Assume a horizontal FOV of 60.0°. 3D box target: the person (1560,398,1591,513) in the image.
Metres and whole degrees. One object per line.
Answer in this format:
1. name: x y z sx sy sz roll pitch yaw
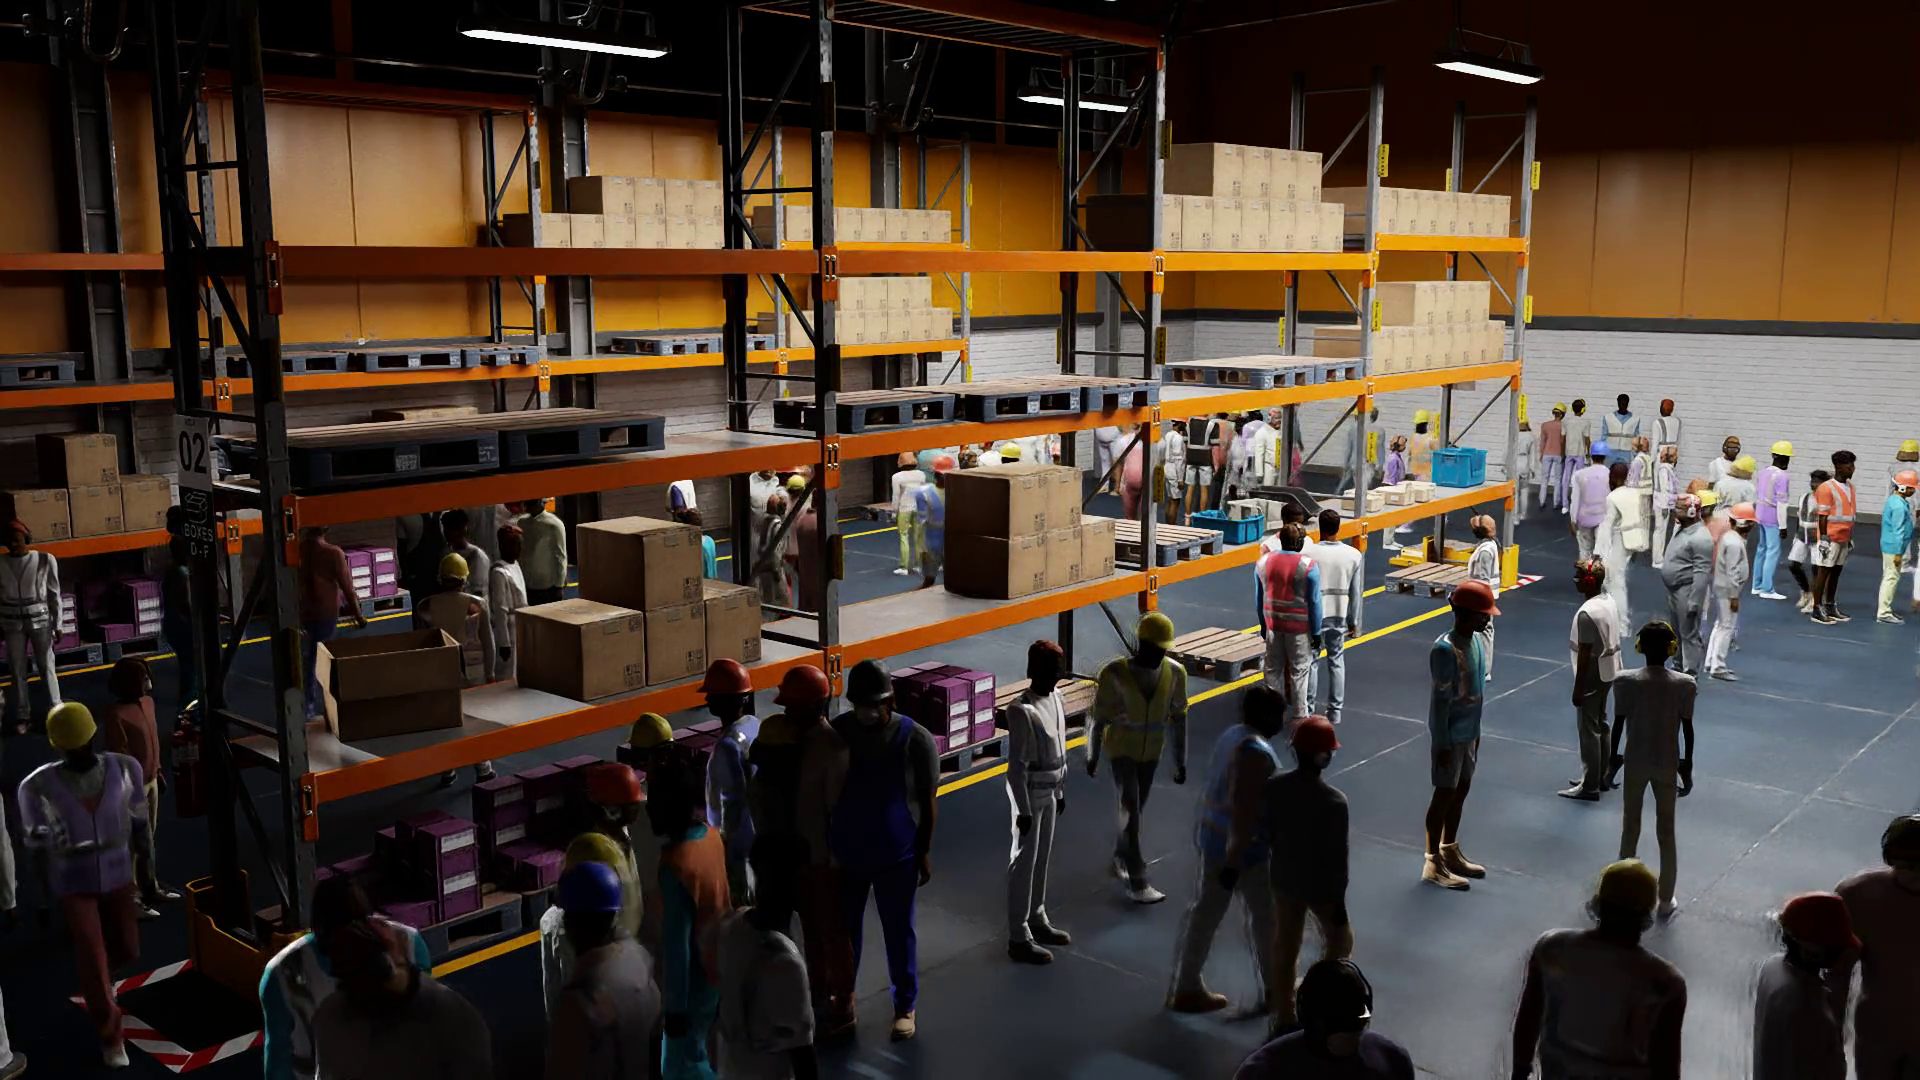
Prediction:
1. person: 9.935 -1.346 26.828 0.518 1.874 0.329 9 13 43

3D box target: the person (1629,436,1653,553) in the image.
1. person: 9.551 -0.641 23.350 0.322 1.628 0.516 6 11 33

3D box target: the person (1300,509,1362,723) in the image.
1. person: 3.227 0.681 14.638 0.597 1.907 0.409 -2 10 -10

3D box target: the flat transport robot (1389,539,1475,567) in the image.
1. flat transport robot: 6.478 0.187 22.440 1.431 0.197 0.652 -8 13 -41

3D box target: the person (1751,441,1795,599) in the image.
1. person: 9.828 -0.242 20.099 0.404 1.918 0.588 0 10 0

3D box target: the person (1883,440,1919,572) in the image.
1. person: 12.411 -0.449 21.856 0.295 1.744 0.485 -4 10 -24

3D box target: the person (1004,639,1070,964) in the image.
1. person: 0.459 1.506 9.757 0.358 1.885 0.572 5 11 27

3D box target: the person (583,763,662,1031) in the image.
1. person: -1.604 1.907 7.797 0.389 1.739 0.602 1 10 5

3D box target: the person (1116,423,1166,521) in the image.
1. person: 2.544 -0.872 23.493 0.734 2.000 0.784 2 10 11

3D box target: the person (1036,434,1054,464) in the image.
1. person: 1.347 -1.371 27.083 0.387 1.837 0.562 -1 10 -7

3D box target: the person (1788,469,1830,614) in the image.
1. person: 9.847 0.019 19.202 0.360 1.683 0.558 -4 10 -25

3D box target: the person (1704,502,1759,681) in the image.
1. person: 7.533 0.493 16.226 0.378 1.741 0.569 4 10 24

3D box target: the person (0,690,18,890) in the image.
1. person: -6.152 1.477 10.246 0.561 1.790 0.956 -2 10 -10

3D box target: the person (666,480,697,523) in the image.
1. person: -3.266 -0.114 19.574 0.384 1.839 0.572 0 10 2

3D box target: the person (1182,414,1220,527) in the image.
1. person: 3.690 -1.194 25.465 0.617 2.028 0.410 5 11 28

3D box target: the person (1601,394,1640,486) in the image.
1. person: 10.823 -1.450 27.311 0.597 1.915 0.371 2 10 11

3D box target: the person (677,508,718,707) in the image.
1. person: -2.391 0.615 15.212 0.390 1.839 0.564 1 10 9

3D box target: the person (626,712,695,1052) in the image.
1. person: -1.566 1.758 8.607 0.314 1.769 0.524 5 11 28

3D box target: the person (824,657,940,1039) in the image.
1. person: -0.472 1.605 8.704 0.689 2.000 0.539 2 10 10

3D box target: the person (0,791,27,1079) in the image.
1. person: -4.925 1.780 8.125 0.583 1.882 0.337 -2 10 -13

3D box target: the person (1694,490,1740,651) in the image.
1. person: 7.878 0.316 17.376 0.682 1.721 0.540 -6 11 -32

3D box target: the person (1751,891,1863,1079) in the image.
1. person: 3.154 2.156 6.356 0.736 1.727 0.575 3 10 15

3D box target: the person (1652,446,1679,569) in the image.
1. person: 9.350 -0.434 22.059 0.308 1.645 0.514 5 11 26

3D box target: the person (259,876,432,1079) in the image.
1. person: -2.314 2.124 6.409 0.645 1.790 0.984 -7 12 -36

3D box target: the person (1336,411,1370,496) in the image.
1. person: 6.508 -1.352 27.317 0.524 1.721 0.903 -5 11 -27

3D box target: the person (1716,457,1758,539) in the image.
1. person: 9.566 -0.200 20.546 0.480 1.675 0.819 6 11 33

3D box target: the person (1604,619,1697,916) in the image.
1. person: 4.300 1.415 10.370 0.519 1.865 0.326 3 10 18

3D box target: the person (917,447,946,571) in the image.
1. person: -0.299 -0.537 21.925 0.399 1.900 0.644 -6 11 -31

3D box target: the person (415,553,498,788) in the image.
1. person: -3.879 1.010 12.873 0.587 1.835 0.404 0 10 -2

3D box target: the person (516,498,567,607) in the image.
1. person: -4.050 0.404 16.008 0.609 1.996 0.379 6 11 30

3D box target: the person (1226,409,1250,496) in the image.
1. person: 4.794 -1.714 28.904 0.585 1.916 0.389 2 10 9

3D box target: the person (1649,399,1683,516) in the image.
1. person: 11.270 -1.318 26.625 0.576 1.882 0.352 -4 10 -23

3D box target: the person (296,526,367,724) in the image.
1. person: -5.616 0.636 14.775 0.630 1.932 1.051 4 10 24

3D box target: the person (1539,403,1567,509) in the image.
1. person: 9.825 -1.387 27.430 0.535 1.753 0.341 7 12 37

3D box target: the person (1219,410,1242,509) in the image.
1. person: 4.485 -1.356 27.316 0.492 1.729 0.324 3 10 16

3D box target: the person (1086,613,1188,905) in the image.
1. person: 1.143 1.365 10.650 0.617 1.870 0.990 -3 10 -17

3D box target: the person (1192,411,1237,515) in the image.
1. person: 4.056 -1.256 26.262 0.622 1.877 0.494 3 10 17

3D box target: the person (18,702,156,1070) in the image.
1. person: -4.465 1.710 8.522 0.598 1.895 0.682 -9 13 -43

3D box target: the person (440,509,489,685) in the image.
1. person: -4.369 0.684 14.493 0.612 1.936 0.505 6 11 32

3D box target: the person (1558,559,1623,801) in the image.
1. person: 4.809 1.054 12.615 0.393 1.836 0.561 7 12 35

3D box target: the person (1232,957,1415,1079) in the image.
1. person: 1.143 2.230 5.278 0.635 1.937 0.352 -3 10 -17

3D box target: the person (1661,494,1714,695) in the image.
1. person: 6.795 0.509 15.641 0.403 1.911 0.637 1 10 6

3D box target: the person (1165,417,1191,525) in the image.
1. person: 3.168 -0.947 24.298 0.387 1.926 0.548 -1 10 -8
